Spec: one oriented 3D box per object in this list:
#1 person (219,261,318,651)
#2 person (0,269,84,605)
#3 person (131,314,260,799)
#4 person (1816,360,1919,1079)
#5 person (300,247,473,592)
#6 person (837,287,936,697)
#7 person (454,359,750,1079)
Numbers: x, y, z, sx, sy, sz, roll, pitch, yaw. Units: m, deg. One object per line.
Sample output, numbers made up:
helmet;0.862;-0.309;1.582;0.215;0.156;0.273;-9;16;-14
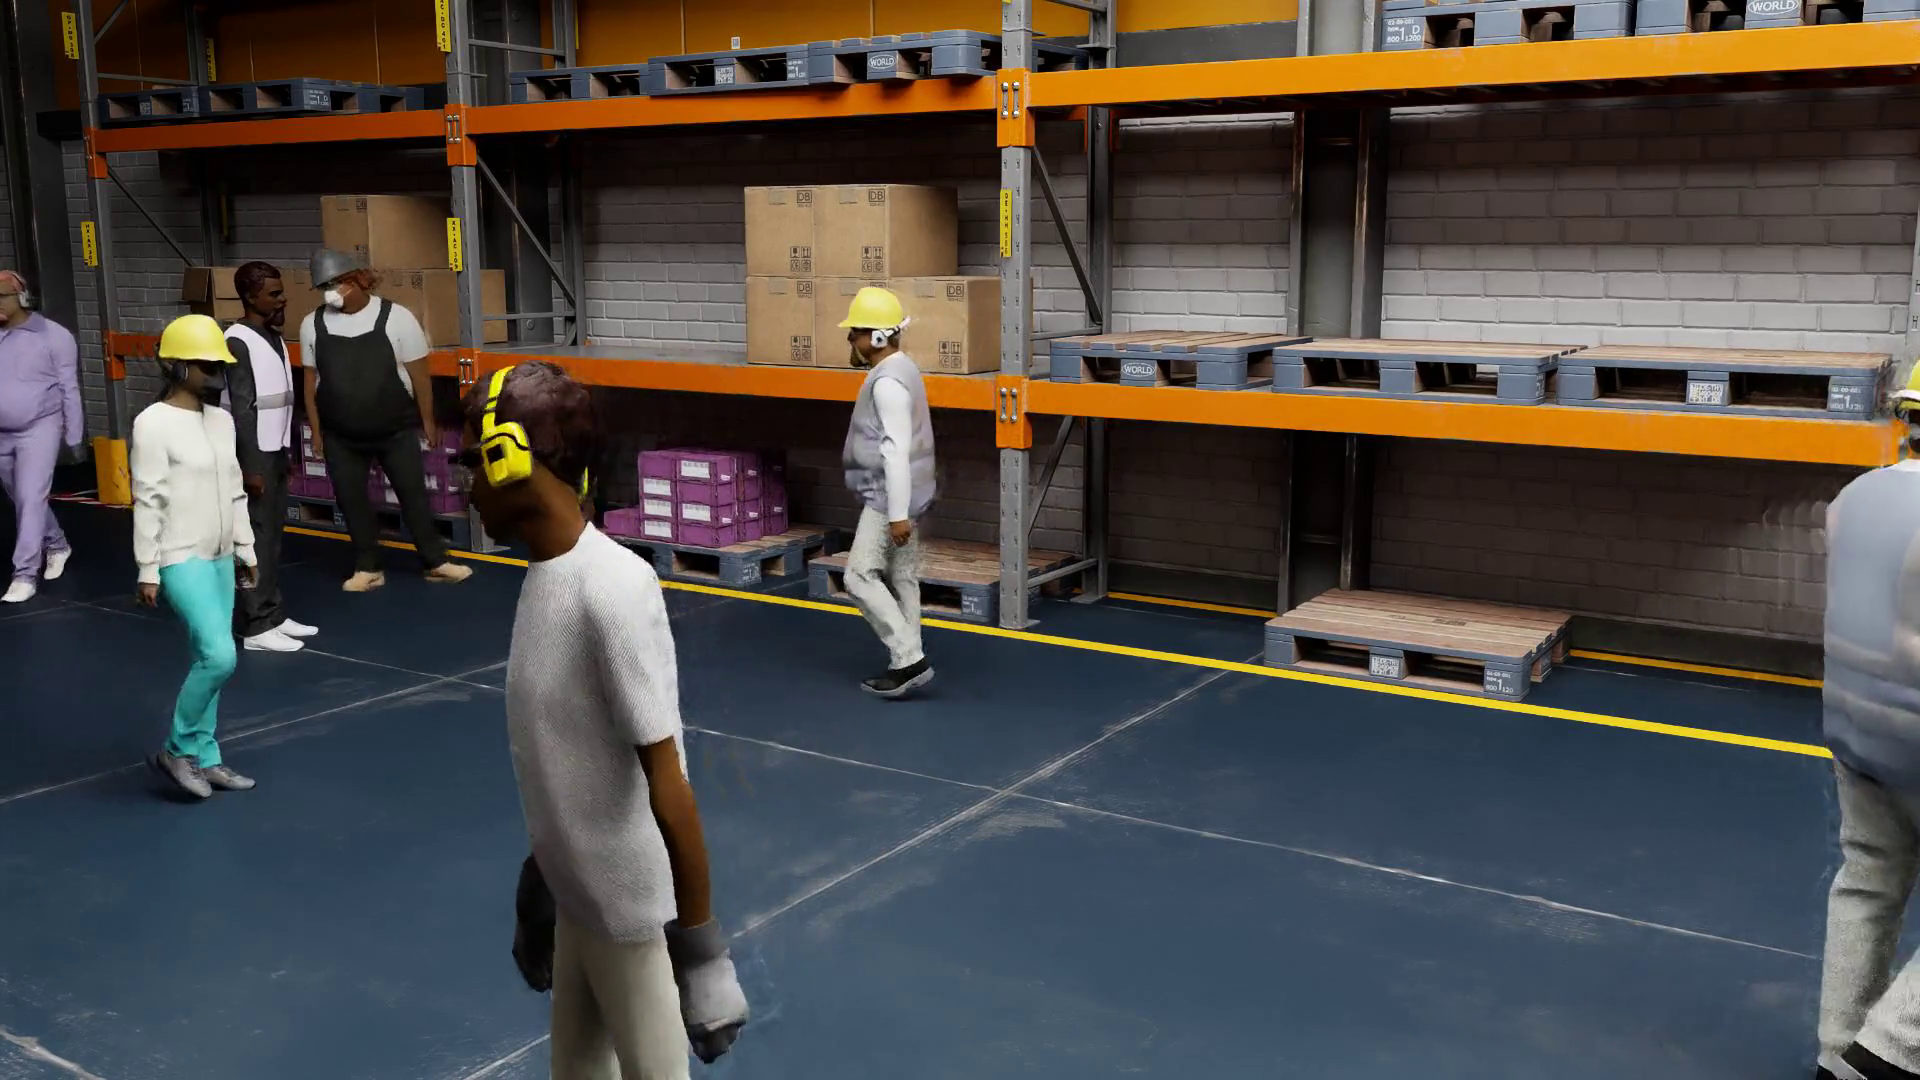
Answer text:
person;-3.475;-0.416;8.275;0.399;1.920;0.590;-1;10;-5
person;-5.413;-0.626;9.601;0.657;1.865;0.980;0;10;-2
person;-2.721;0.073;5.984;0.385;1.753;0.535;1;10;7
person;2.169;0.452;3.743;0.435;1.812;0.626;-1;10;-4
person;-3.309;-0.704;9.531;0.893;2.000;0.536;-2;10;-10
person;-0.317;-0.191;7.299;0.419;1.820;0.602;1;10;5
person;-0.535;0.639;2.685;0.388;1.834;0.702;-6;12;-32
